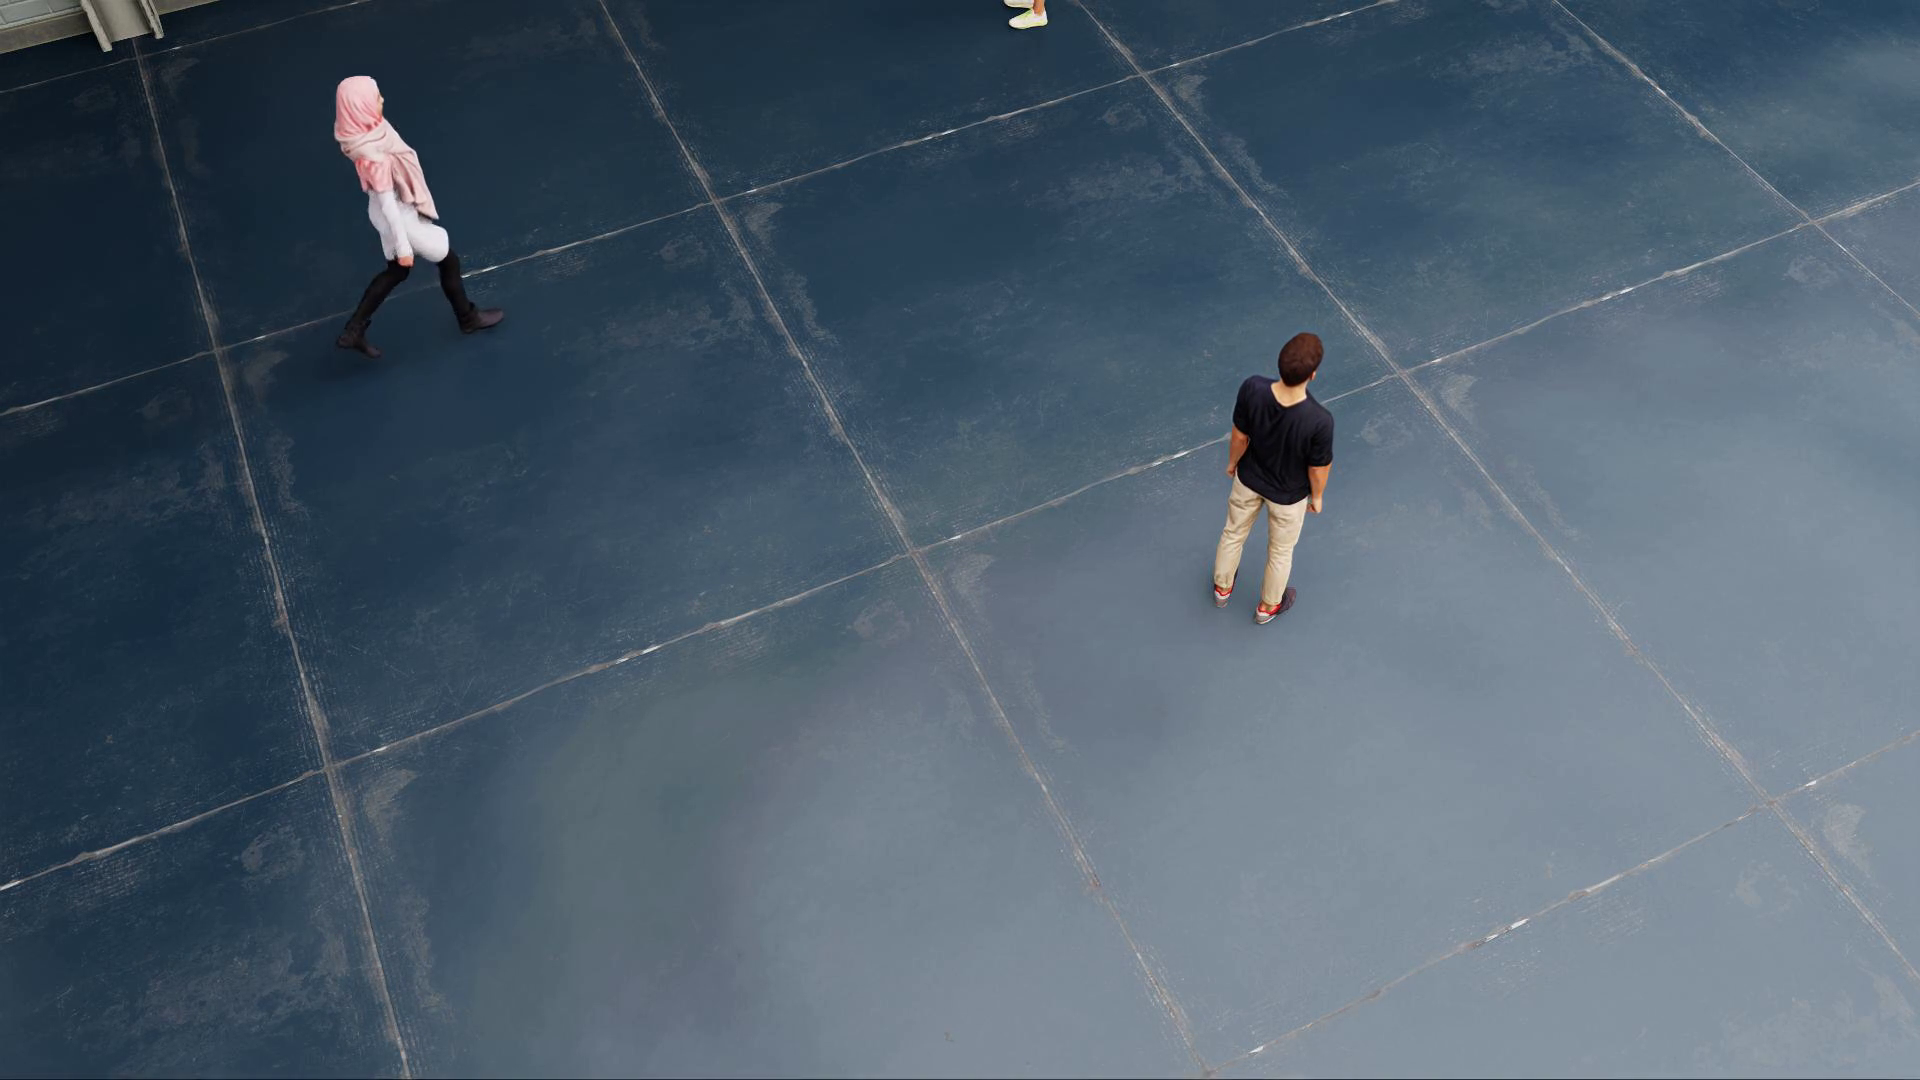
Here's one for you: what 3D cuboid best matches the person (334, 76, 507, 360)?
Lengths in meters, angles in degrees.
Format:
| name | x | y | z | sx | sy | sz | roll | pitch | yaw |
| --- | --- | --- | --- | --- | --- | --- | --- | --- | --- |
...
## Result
| name | x | y | z | sx | sy | sz | roll | pitch | yaw |
| --- | --- | --- | --- | --- | --- | --- | --- | --- | --- |
| person | -3.046 | -1.628 | 8.759 | 1.181 | 1.769 | 0.721 | -27 | 57 | -19 |

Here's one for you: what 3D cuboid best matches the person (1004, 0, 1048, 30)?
| name | x | y | z | sx | sy | sz | roll | pitch | yaw |
| --- | --- | --- | --- | --- | --- | --- | --- | --- | --- |
| person | 0.484 | -4.142 | 10.691 | 0.676 | 1.791 | 0.652 | -2 | 52 | -2 |

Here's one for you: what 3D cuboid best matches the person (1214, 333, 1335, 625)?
| name | x | y | z | sx | sy | sz | roll | pitch | yaw |
| --- | --- | --- | --- | --- | --- | --- | --- | --- | --- |
| person | 1.437 | -0.264 | 7.645 | 0.707 | 1.859 | 0.718 | 25 | 56 | 18 |
